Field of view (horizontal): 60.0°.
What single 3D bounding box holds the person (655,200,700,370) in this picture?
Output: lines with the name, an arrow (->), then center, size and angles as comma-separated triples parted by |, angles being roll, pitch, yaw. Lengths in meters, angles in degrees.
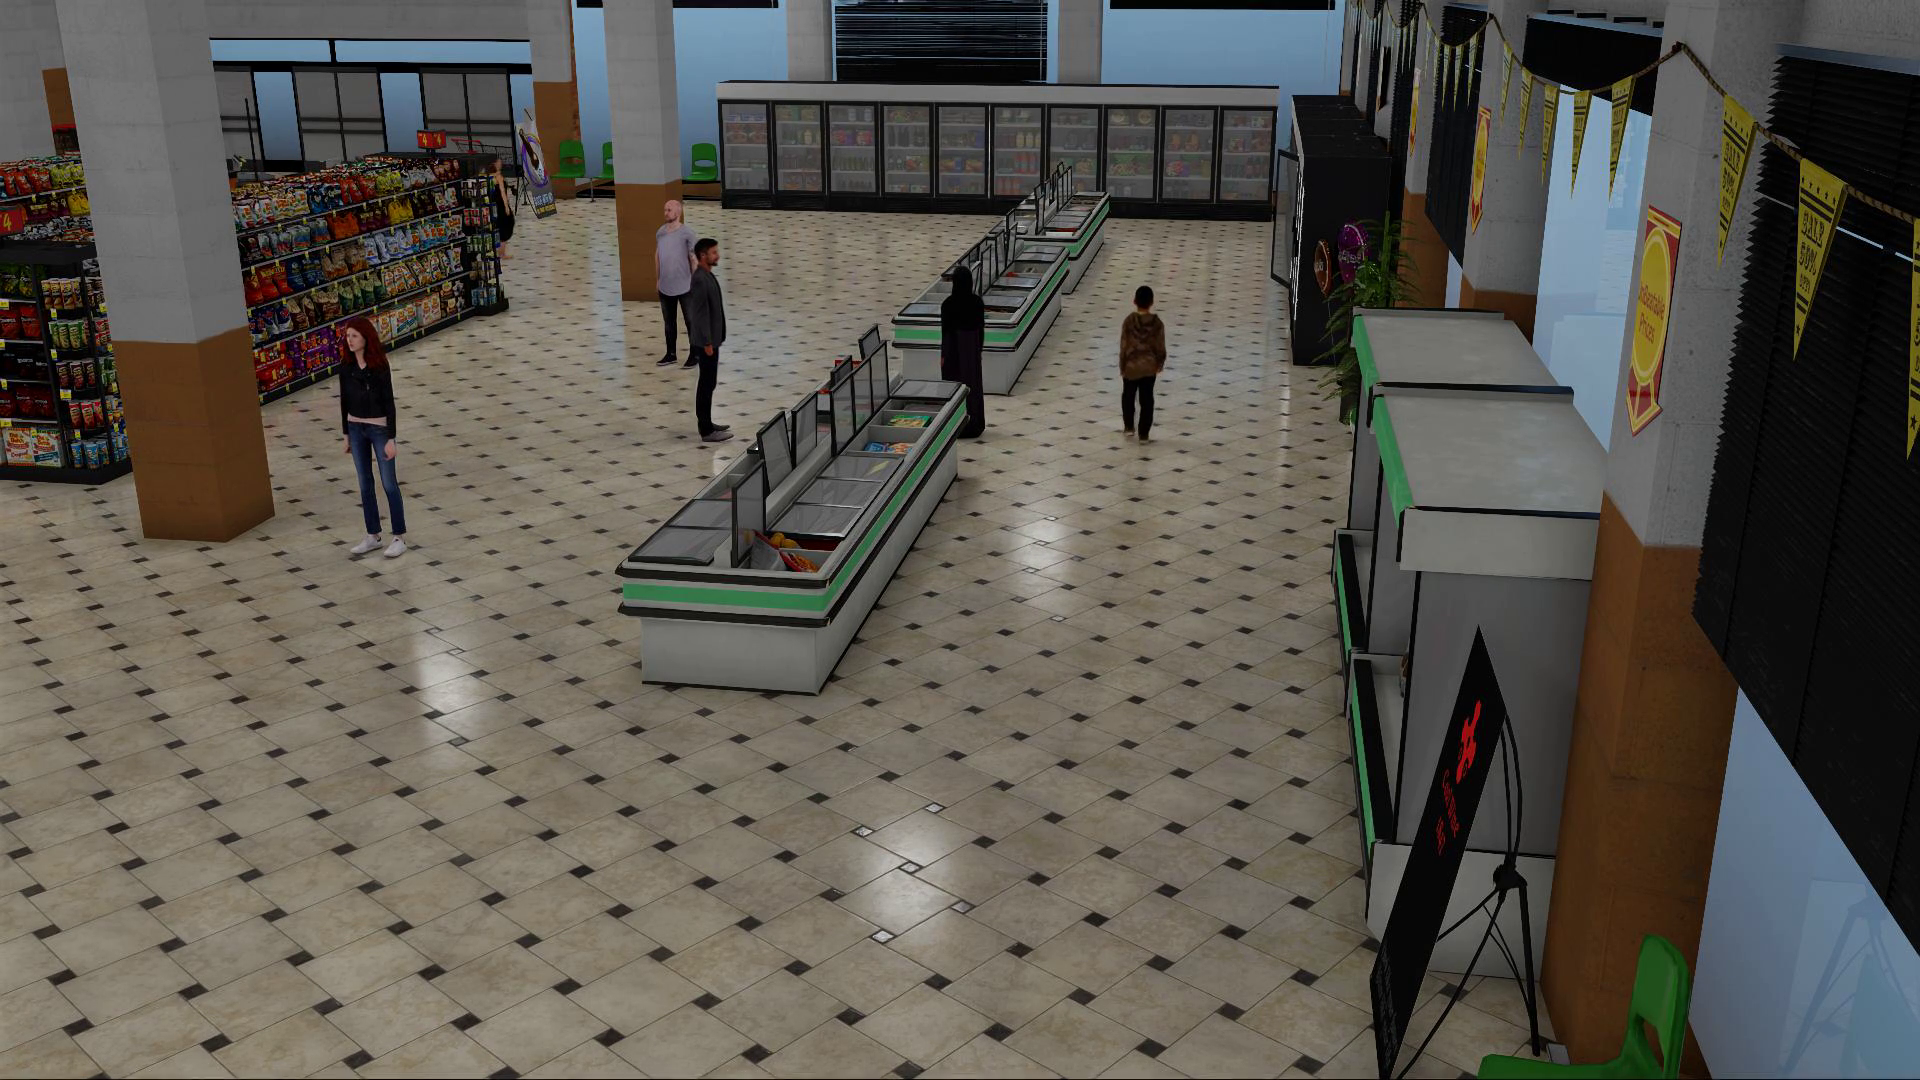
person -> -3.123, -2.828, 18.355 | 0.733, 1.837, 0.672 | 8, 20, 23

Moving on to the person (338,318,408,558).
person -> -4.341, -0.752, 12.277 | 0.597, 1.787, 0.547 | 5, 19, 15

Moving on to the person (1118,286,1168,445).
person -> 1.664, -1.589, 15.296 | 0.631, 1.443, 0.682 | 1, 19, 3

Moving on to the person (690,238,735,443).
person -> -2.347, -1.870, 15.461 | 0.826, 1.871, 0.661 | -3, 19, -10

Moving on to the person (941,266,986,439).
person -> 0.015, -1.760, 15.536 | 0.710, 1.615, 0.747 | -8, 20, -22

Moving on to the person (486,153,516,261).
person -> -7.100, -5.062, 25.335 | 0.805, 1.610, 0.744 | -11, 22, -30
